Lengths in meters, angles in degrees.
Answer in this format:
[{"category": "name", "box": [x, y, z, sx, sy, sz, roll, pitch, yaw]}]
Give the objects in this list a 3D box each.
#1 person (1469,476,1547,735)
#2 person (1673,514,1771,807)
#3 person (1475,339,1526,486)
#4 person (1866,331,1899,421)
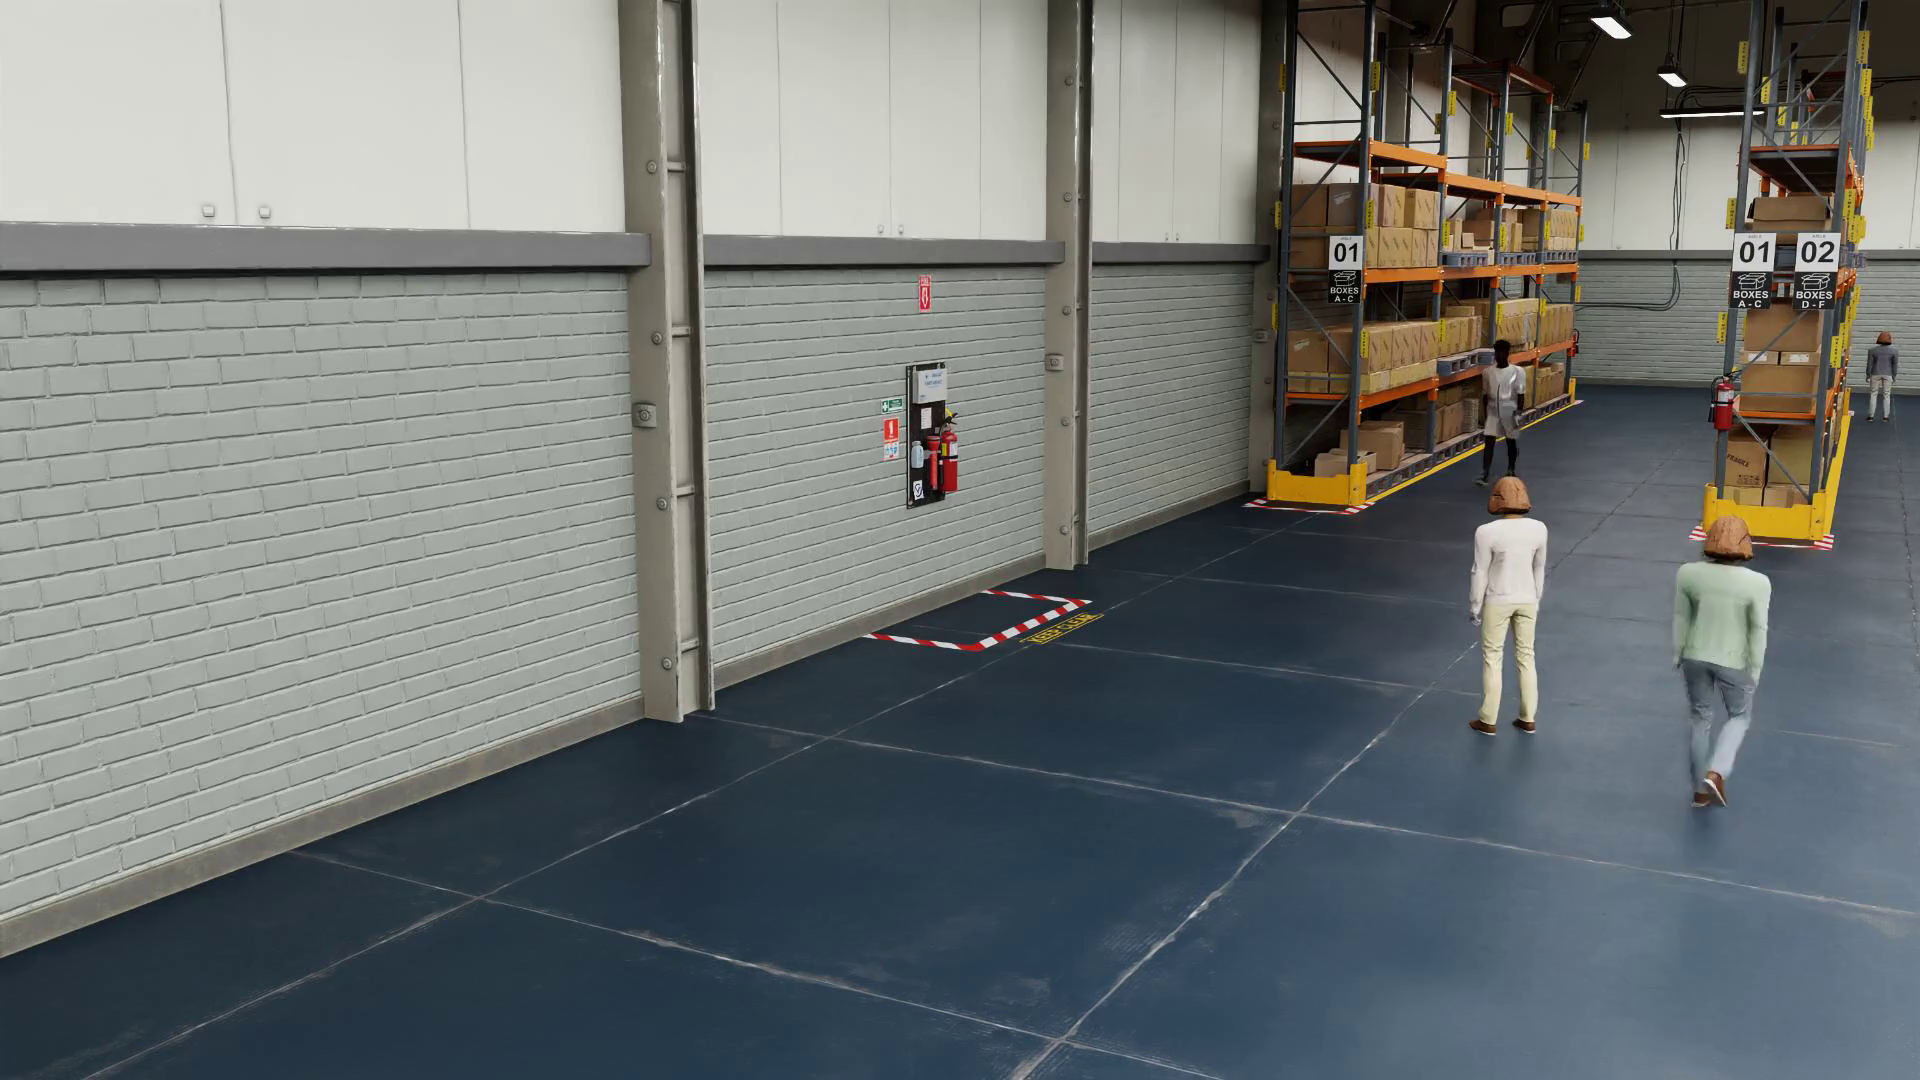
[{"category": "person", "box": [3.435, 0.414, 10.449, 0.499, 1.626, 0.305, -2, 10, -11]}, {"category": "person", "box": [4.075, 0.665, 8.970, 0.504, 1.620, 0.406, 8, 13, 41]}, {"category": "person", "box": [7.097, -1.664, 21.761, 0.625, 1.912, 1.004, 7, 12, 37]}, {"category": "person", "box": [16.725, -2.965, 30.190, 0.502, 1.633, 0.280, 4, 11, 23]}]
